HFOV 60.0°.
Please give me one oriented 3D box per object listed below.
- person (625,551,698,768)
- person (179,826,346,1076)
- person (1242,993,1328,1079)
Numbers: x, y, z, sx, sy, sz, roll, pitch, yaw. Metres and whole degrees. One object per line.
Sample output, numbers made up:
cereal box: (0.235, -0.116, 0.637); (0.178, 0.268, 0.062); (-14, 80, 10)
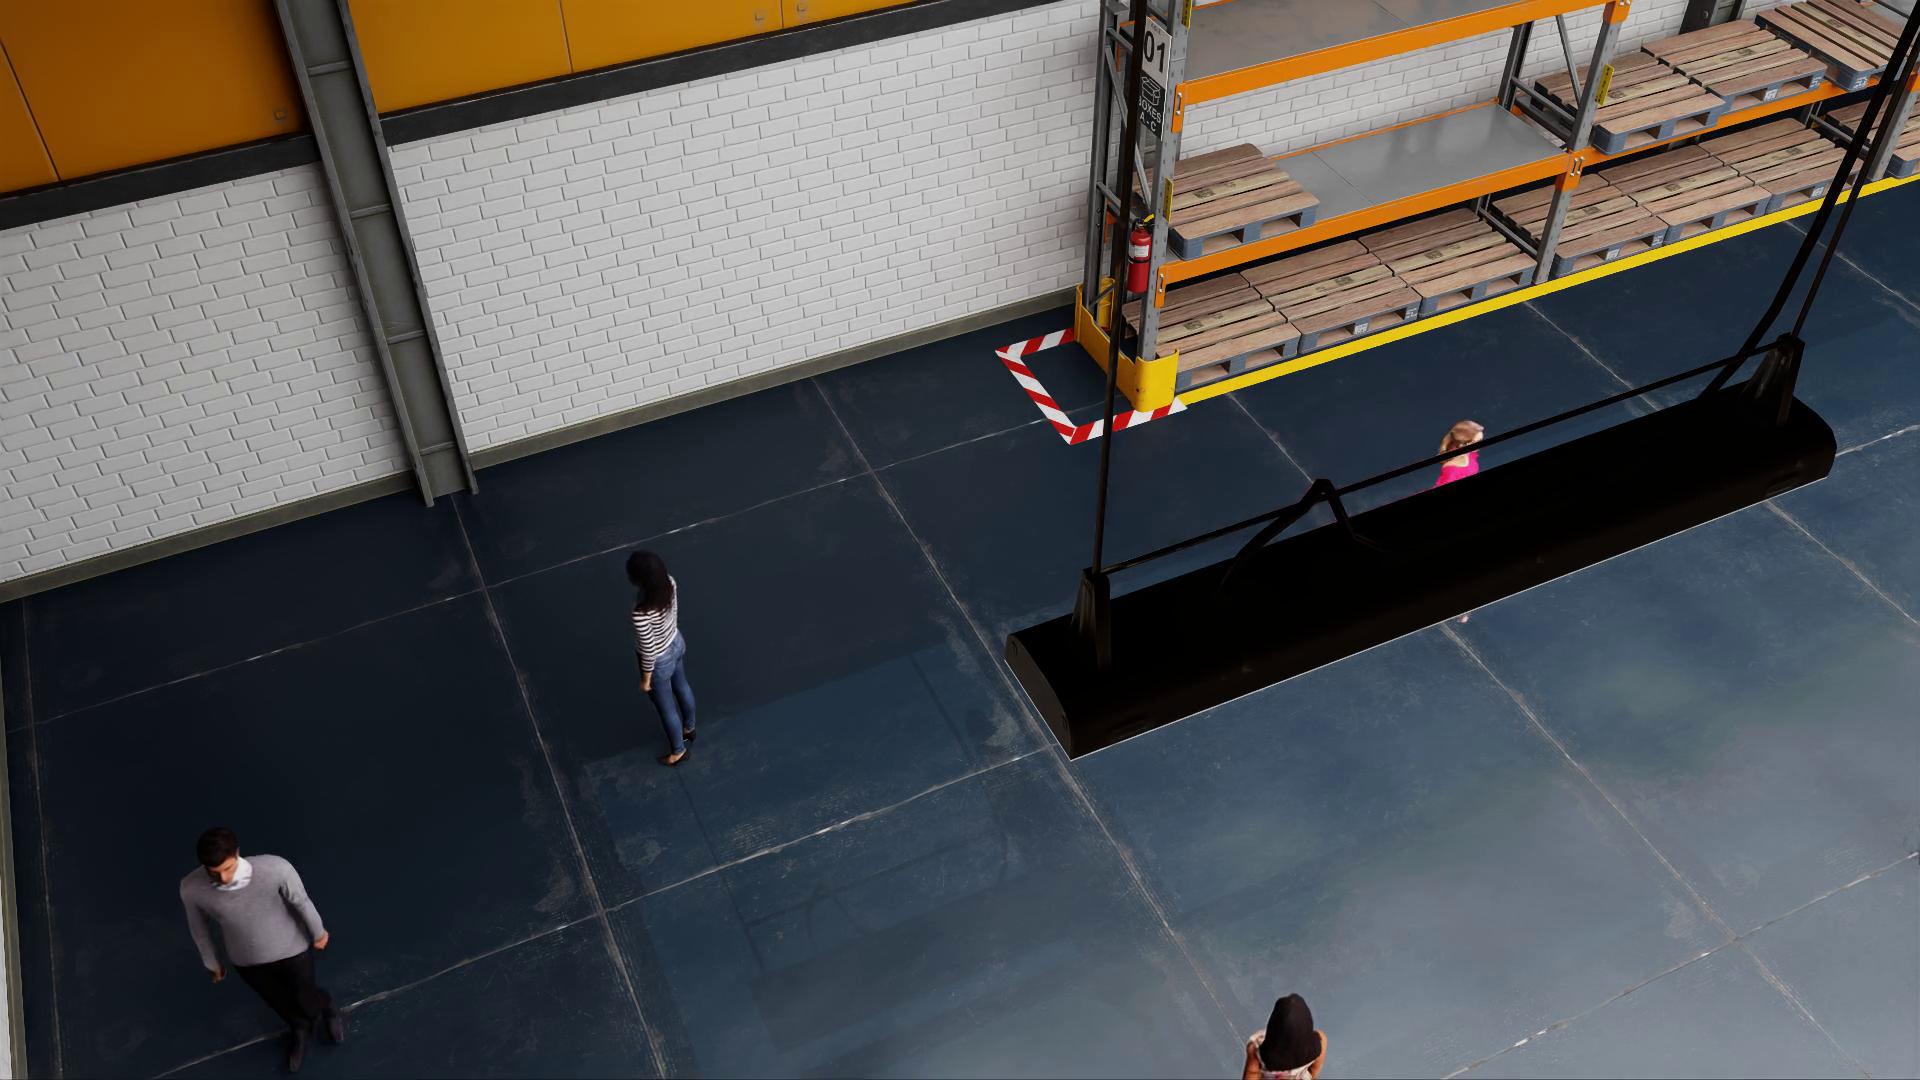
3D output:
person: (-1.818, 0.729, 10.172); (0.682, 1.797, 0.634); (12, 45, 12)
person: (-3.614, 2.044, 8.711); (0.732, 1.910, 0.901); (-5, 44, -6)
person: (1.548, 2.731, 8.181); (0.532, 1.645, 0.749); (-10, 44, -10)
